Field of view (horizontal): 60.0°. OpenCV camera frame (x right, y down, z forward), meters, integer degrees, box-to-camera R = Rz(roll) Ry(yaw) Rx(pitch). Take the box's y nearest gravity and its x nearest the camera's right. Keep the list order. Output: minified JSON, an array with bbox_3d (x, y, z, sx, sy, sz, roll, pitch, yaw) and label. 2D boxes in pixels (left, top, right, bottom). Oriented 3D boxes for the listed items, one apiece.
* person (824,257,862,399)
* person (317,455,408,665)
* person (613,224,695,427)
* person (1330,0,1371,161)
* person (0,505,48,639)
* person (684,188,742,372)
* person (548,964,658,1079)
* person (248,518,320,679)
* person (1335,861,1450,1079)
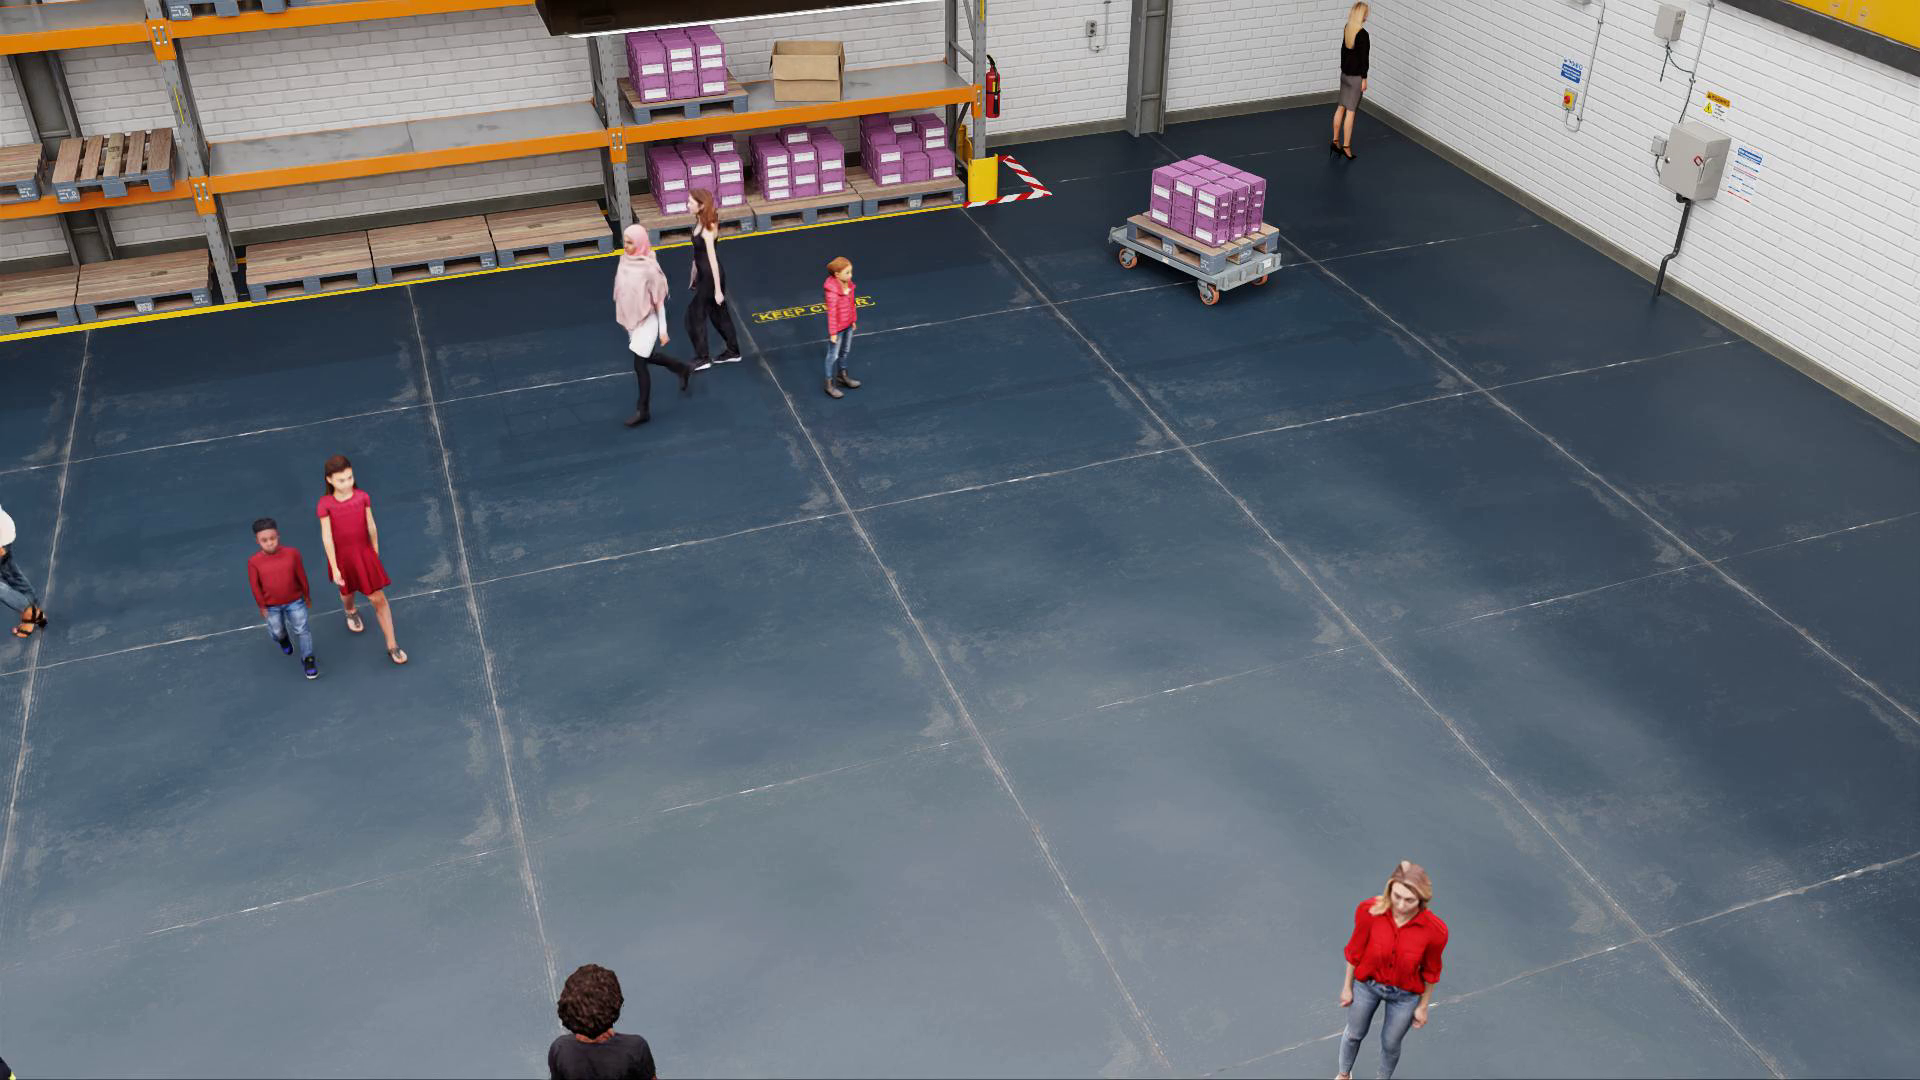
[{"bbox_3d":[-1.077,-1.899,14.734,0.655,1.311,0.571,21,39,29],"label":"person"},{"bbox_3d":[-4.245,0.085,11.554,1.008,1.527,0.737,-20,38,-27],"label":"person"},{"bbox_3d":[-2.645,-1.880,14.278,0.966,1.785,1.174,26,42,33],"label":"person"},{"bbox_3d":[4.588,-5.384,19.496,0.564,1.844,0.614,-15,36,-21],"label":"person"},{"bbox_3d":[-6.689,-0.059,11.643,0.637,1.668,0.659,-18,38,-25],"label":"person"},{"bbox_3d":[-2.167,-2.366,15.060,0.779,1.727,0.620,-12,35,-17],"label":"person"},{"bbox_3d":[-1.564,2.672,7.444,0.920,1.768,0.848,-3,34,-4],"label":"person"},{"bbox_3d":[-4.648,0.361,11.389,0.625,1.249,0.602,-16,37,-23],"label":"person"},{"bbox_3d":[2.104,2.212,8.195,0.665,1.704,0.741,12,35,17],"label":"person"}]
